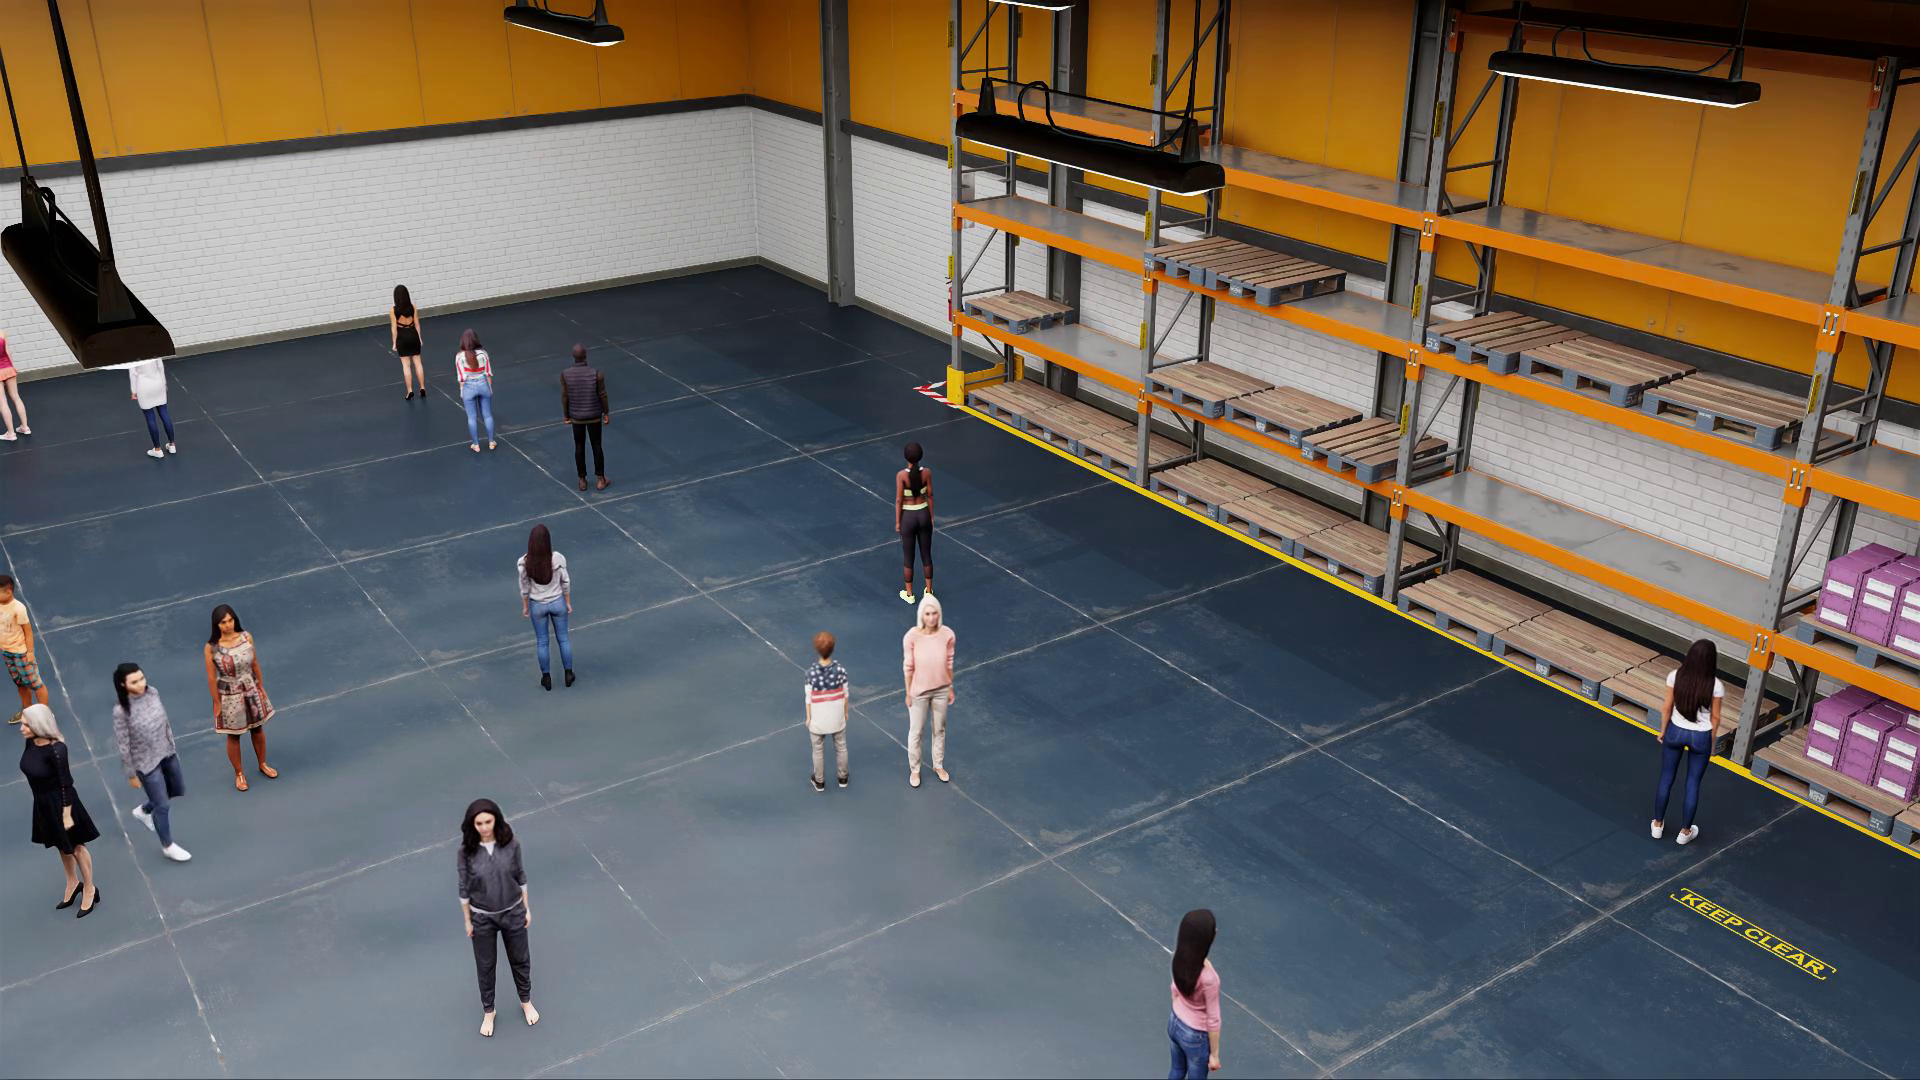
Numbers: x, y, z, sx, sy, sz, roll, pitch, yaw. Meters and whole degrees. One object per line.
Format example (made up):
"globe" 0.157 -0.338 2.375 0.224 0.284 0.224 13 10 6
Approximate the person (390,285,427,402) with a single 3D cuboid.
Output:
"person" -7.736 -2.772 23.310 0.562 1.650 0.474 -15 28 -30

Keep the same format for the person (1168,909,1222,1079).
"person" 1.401 2.967 10.067 0.667 1.742 0.474 -11 26 -24

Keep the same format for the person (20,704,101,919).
"person" -6.681 1.988 12.300 0.637 1.747 0.745 13 27 27

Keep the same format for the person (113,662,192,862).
"person" -6.375 1.706 12.989 0.954 1.712 0.864 8 25 18

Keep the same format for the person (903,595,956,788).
"person" -0.259 1.249 14.019 0.667 1.724 0.636 -6 24 -14

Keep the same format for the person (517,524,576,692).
"person" -3.859 0.623 15.568 0.664 1.631 0.620 -7 25 -16

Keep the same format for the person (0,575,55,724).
"person" -8.475 0.977 14.970 0.573 1.461 0.664 9 25 21

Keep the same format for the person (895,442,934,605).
"person" -0.458 -0.182 17.257 0.621 1.754 0.607 -6 24 -14

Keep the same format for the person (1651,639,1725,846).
"person" 5.766 1.589 13.178 0.564 1.774 0.713 16 28 32

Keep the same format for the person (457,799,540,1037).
"person" -3.103 2.487 11.136 0.636 1.764 0.580 -10 25 -21

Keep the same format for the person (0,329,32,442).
"person" -12.604 -2.192 21.854 0.715 1.754 0.670 8 25 17

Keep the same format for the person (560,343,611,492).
"person" -4.541 -1.500 20.168 0.781 1.836 0.770 -1 24 -3

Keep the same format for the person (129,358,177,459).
"person" -10.348 -1.936 21.243 0.633 1.775 0.678 17 29 34

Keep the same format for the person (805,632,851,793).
"person" -1.114 1.430 13.954 0.571 1.444 0.561 -6 24 -14

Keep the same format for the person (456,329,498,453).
"person" -6.242 -1.942 21.458 0.631 1.613 0.568 -10 26 -22

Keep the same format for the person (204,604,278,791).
"person" -6.080 1.293 14.018 0.599 1.645 0.693 21 31 39
